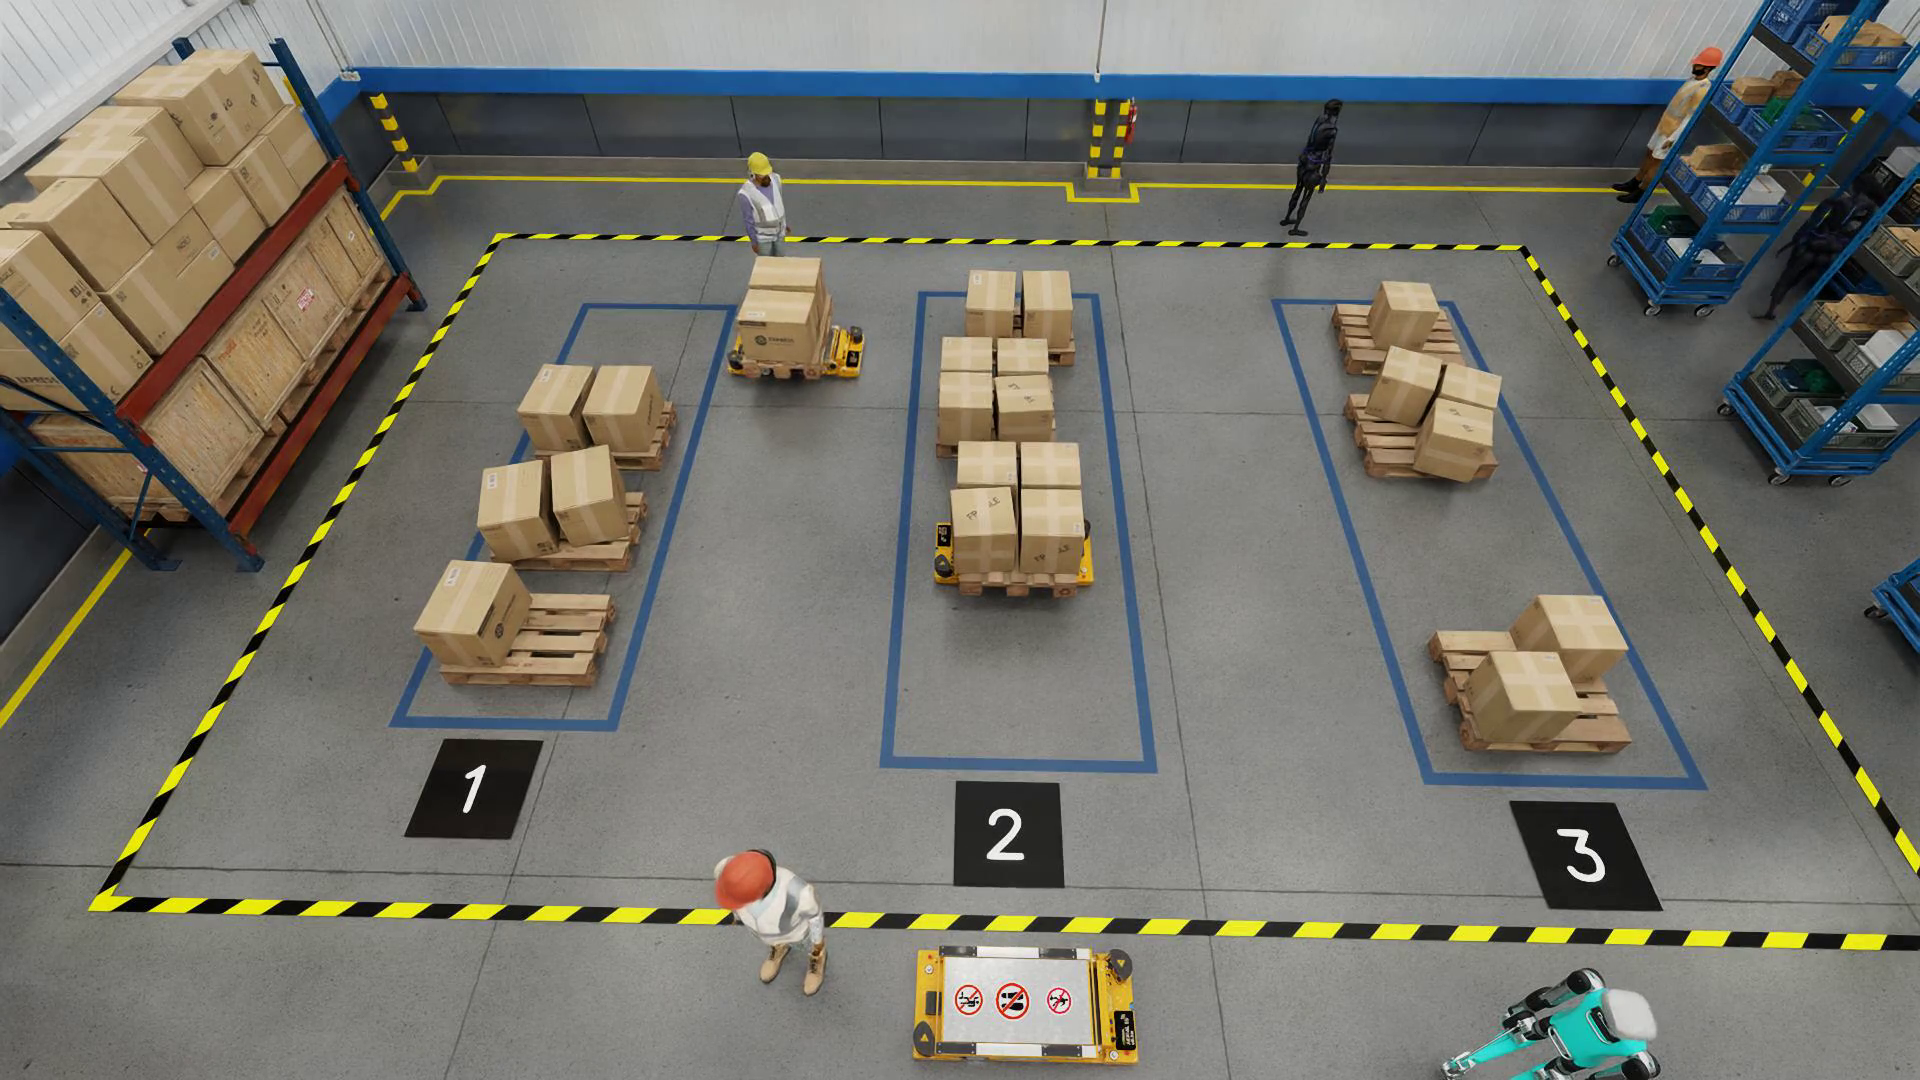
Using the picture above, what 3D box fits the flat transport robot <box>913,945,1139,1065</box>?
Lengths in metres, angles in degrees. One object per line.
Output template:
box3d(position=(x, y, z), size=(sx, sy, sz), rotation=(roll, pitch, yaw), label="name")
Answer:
box3d(position=(0.422, 3.041, 6.007), size=(1.431, 0.231, 0.659), rotation=(1, 51, 1), label="flat transport robot")

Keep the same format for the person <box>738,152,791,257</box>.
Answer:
box3d(position=(-2.137, -3.483, 10.314), size=(0.404, 1.834, 0.590), rotation=(32, 58, 23), label="person")

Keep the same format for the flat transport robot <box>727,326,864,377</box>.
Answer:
box3d(position=(-1.816, -2.119, 10.195), size=(1.431, 0.197, 0.652), rotation=(1, 51, 1), label="flat transport robot")

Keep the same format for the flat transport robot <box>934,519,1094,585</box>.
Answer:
box3d(position=(0.490, 0.087, 8.397), size=(1.431, 0.197, 0.652), rotation=(1, 51, 1), label="flat transport robot")

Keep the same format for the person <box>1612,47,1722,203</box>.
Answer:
box3d(position=(9.045, -5.272, 11.707), size=(0.359, 1.935, 0.552), rotation=(11, 52, 9), label="person")

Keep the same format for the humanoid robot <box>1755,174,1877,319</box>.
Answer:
box3d(position=(9.631, -3.247, 10.266), size=(0.588, 1.650, 0.739), rotation=(16, 53, 12), label="humanoid robot")

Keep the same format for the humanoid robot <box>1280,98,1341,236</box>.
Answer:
box3d(position=(4.359, -4.611, 11.325), size=(0.315, 1.659, 0.599), rotation=(-7, 51, -6), label="humanoid robot")

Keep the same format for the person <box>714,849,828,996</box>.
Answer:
box3d(position=(-1.100, 2.296, 5.473), size=(0.610, 2.038, 0.389), rotation=(14, 52, 11), label="person")

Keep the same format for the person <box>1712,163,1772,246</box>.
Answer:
box3d(position=(9.009, -4.038, 10.781), size=(0.580, 1.817, 0.839), rotation=(-12, 52, -10), label="person")

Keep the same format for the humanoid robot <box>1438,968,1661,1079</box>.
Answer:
box3d(position=(3.101, 2.890, 5.096), size=(0.735, 1.677, 0.533), rotation=(-11, 52, -9), label="humanoid robot")
